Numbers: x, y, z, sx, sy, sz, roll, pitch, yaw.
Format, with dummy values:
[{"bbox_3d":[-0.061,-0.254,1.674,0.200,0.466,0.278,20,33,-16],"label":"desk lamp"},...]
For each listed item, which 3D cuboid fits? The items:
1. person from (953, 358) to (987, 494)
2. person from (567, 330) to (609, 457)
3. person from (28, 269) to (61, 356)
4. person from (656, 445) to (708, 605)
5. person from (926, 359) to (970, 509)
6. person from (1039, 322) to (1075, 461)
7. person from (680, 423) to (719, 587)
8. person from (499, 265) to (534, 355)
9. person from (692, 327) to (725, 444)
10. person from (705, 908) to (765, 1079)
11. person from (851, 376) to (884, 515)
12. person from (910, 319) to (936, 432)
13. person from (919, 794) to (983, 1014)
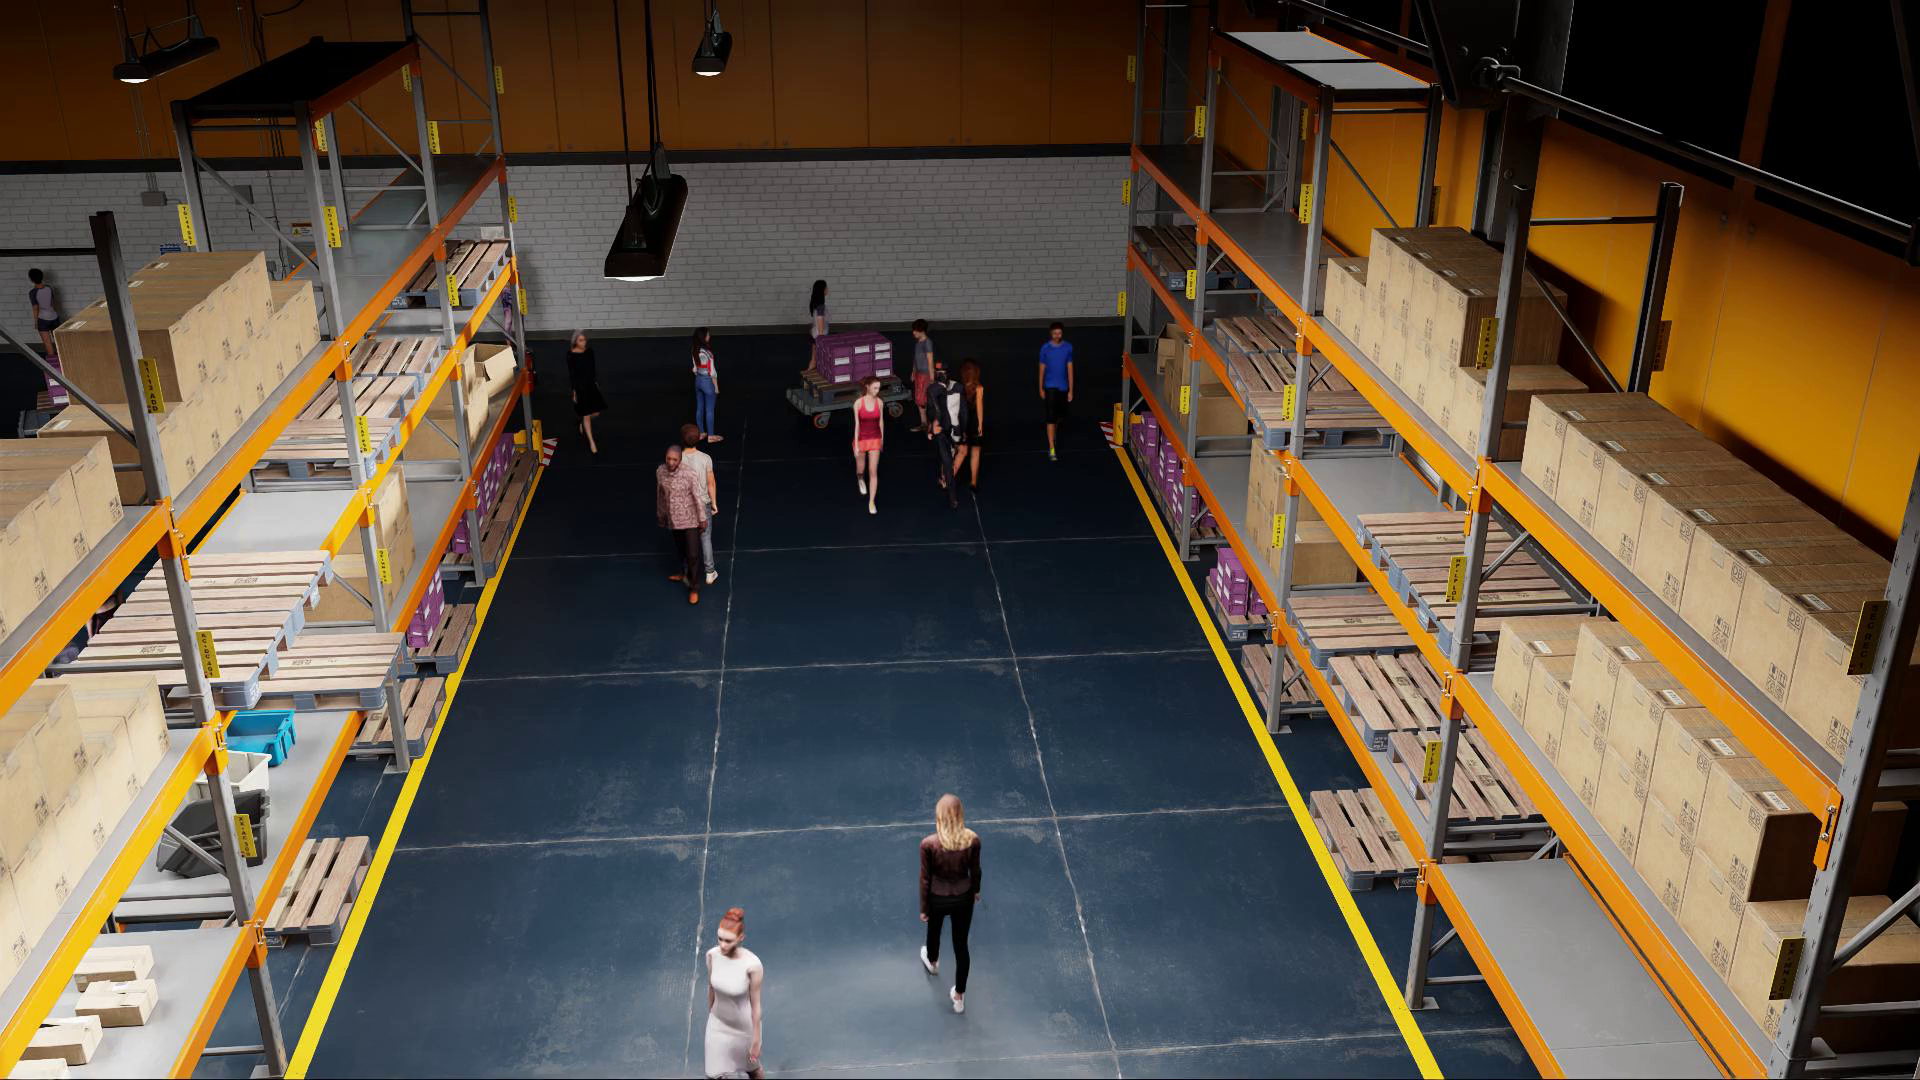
[{"bbox_3d":[0.057,-1.362,20.855,0.843,1.819,0.986,11,26,24],"label":"person"},{"bbox_3d":[-5.102,-2.002,22.426,0.878,1.733,0.965,-20,31,-39],"label":"person"},{"bbox_3d":[-14.307,-3.492,26.042,0.701,1.567,0.593,9,25,19],"label":"person"},{"bbox_3d":[-3.049,-0.253,18.377,1.062,1.773,1.109,14,27,29],"label":"person"},{"bbox_3d":[-0.160,-1.387,20.891,0.817,1.836,1.262,-6,24,-13],"label":"person"},{"bbox_3d":[1.295,-2.073,22.464,0.635,1.833,1.228,-3,24,-7],"label":"person"},{"bbox_3d":[-2.968,-0.397,18.543,0.683,1.902,0.579,-4,24,-10],"label":"person"},{"bbox_3d":[-7.180,-3.861,26.636,0.663,1.768,0.654,8,25,17],"label":"person"},{"bbox_3d":[-3.515,-2.148,22.910,0.650,1.613,0.715,20,30,37],"label":"person"},{"bbox_3d":[-1.379,3.089,10.719,0.737,1.782,0.786,9,25,20],"label":"person"},{"bbox_3d":[-1.159,-1.228,20.666,0.614,1.725,0.994,-4,24,-9],"label":"person"},{"bbox_3d":[-0.409,-2.298,23.227,0.808,1.634,0.809,-9,25,-19],"label":"person"},{"bbox_3d":[-0.054,2.636,11.886,0.686,1.678,0.939,-5,24,-11],"label":"person"}]
